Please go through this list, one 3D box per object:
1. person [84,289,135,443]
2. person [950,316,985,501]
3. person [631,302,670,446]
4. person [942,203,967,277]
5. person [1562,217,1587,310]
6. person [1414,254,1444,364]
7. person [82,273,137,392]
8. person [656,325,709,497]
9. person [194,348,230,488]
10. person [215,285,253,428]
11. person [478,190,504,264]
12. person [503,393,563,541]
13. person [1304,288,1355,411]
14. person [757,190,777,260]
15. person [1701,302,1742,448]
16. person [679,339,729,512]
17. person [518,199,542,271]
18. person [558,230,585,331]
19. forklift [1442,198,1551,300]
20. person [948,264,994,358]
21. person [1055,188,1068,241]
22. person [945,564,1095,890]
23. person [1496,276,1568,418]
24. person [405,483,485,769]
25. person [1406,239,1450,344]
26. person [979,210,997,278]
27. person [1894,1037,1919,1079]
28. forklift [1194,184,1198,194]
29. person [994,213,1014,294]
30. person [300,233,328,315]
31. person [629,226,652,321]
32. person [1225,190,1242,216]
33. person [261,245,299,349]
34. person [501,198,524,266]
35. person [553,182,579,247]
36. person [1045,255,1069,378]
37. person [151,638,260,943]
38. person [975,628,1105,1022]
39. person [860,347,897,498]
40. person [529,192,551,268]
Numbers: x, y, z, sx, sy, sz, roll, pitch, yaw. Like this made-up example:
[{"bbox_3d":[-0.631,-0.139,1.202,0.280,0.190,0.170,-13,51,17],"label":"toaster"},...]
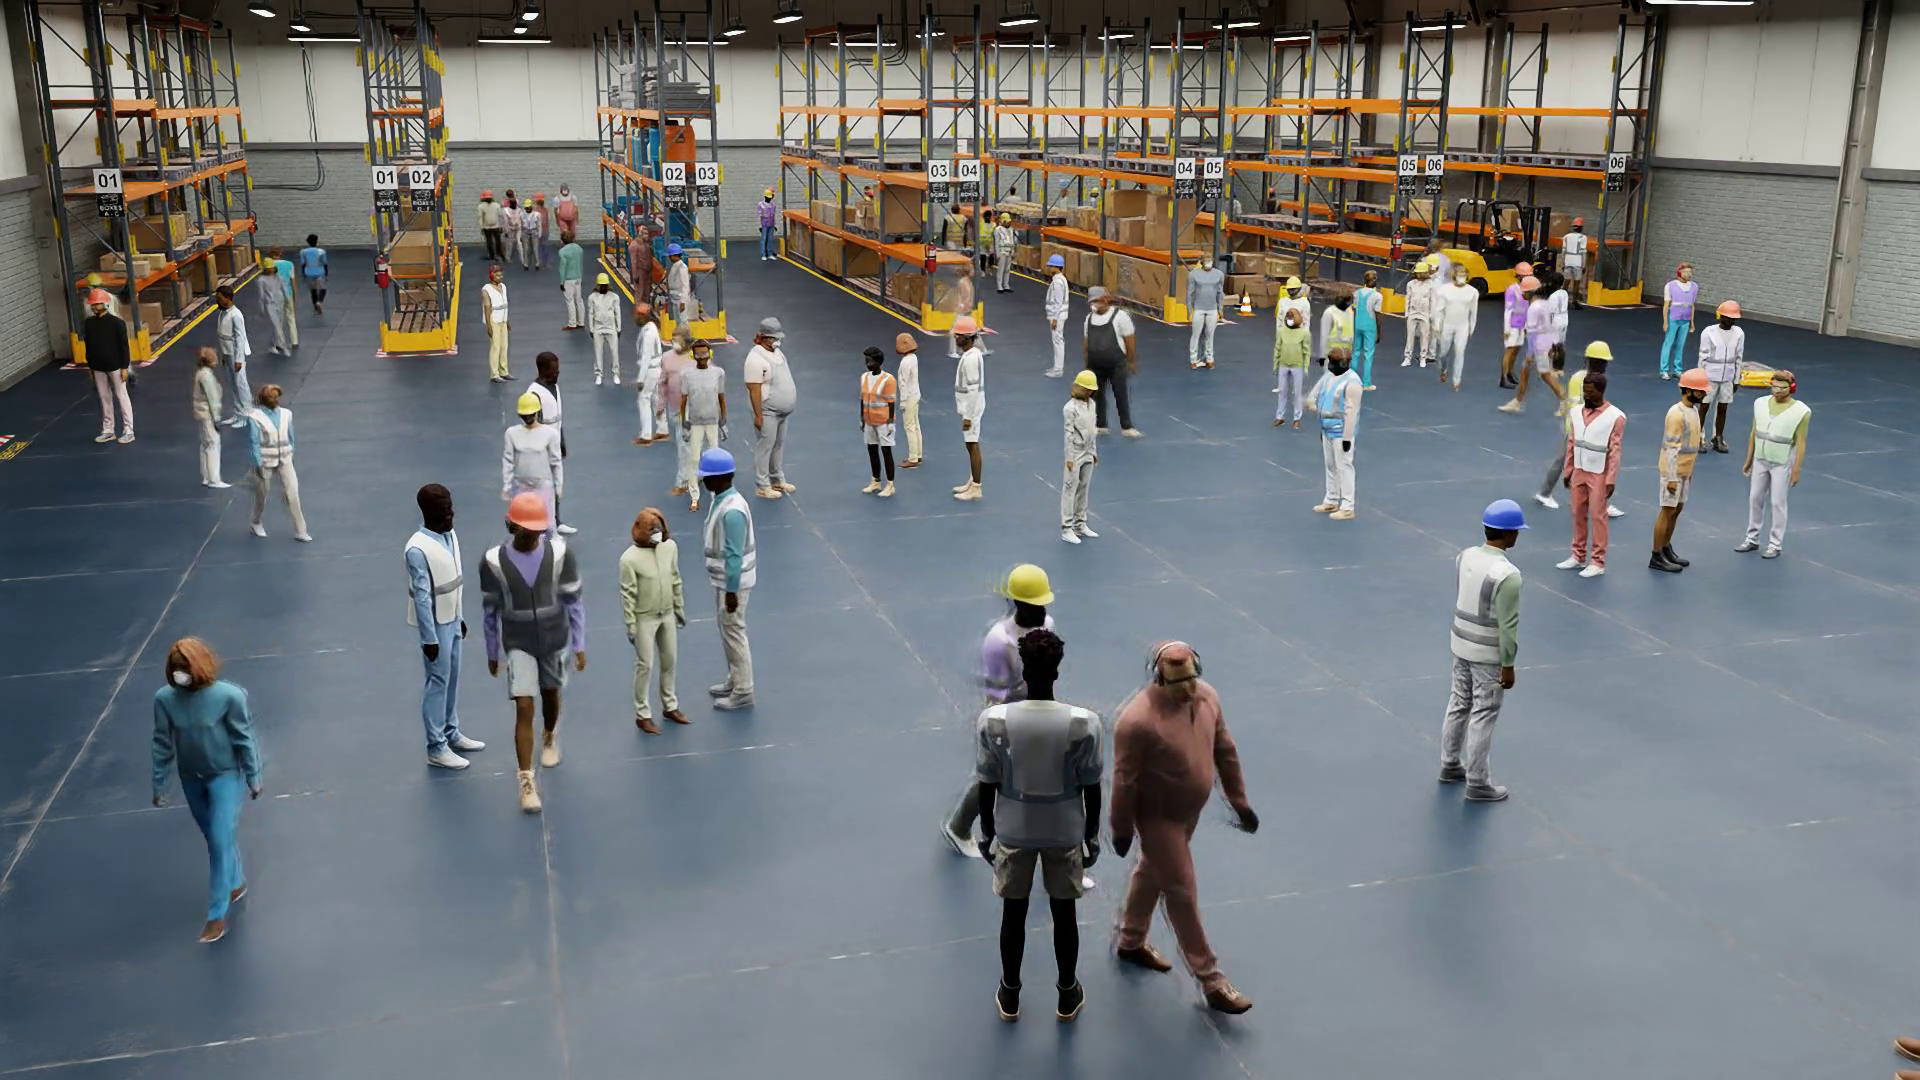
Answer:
[{"bbox_3d":[-10.998,-2.243,21.465,0.612,1.995,0.376,3,15,11],"label":"person"},{"bbox_3d":[0.083,-1.448,18.381,0.393,2.044,0.609,1,15,2],"label":"person"},{"bbox_3d":[-4.002,-2.130,21.310,0.462,1.852,0.619,0,15,-2],"label":"person"},{"bbox_3d":[-0.118,-7.504,41.615,0.631,1.815,0.801,-6,16,-22],"label":"person"},{"bbox_3d":[12.951,-5.819,35.034,0.373,1.934,0.551,-11,19,-36],"label":"person"},{"bbox_3d":[7.881,-3.867,27.889,0.403,1.833,0.591,1,15,4],"label":"person"},{"bbox_3d":[-12.878,-3.116,25.117,0.700,1.812,0.605,6,16,22],"label":"person"},{"bbox_3d":[-3.092,-1.492,18.867,0.637,1.918,0.925,9,17,30],"label":"person"},{"bbox_3d":[-8.587,-1.404,19.037,0.331,1.614,0.662,-9,18,-31],"label":"person"},{"bbox_3d":[-9.850,-2.496,22.564,0.391,1.920,0.593,-13,20,-41],"label":"person"},{"bbox_3d":[-12.577,-8.399,44.679,0.611,1.970,0.574,-6,16,-22],"label":"person"},{"bbox_3d":[-3.921,-0.489,15.328,0.538,1.754,0.362,2,15,6],"label":"person"},{"bbox_3d":[5.235,-2.650,23.375,0.895,1.804,0.640,14,20,42],"label":"person"},{"bbox_3d":[-5.297,-8.685,45.850,0.585,1.920,0.374,-13,20,-40],"label":"person"},{"bbox_3d":[9.670,-2.104,21.180,0.513,1.872,0.328,-2,15,-6],"label":"person"},{"bbox_3d":[-2.757,-1.244,17.946,0.516,1.872,0.327,-5,16,-19],"label":"person"},{"bbox_3d":[-11.095,-7.870,42.950,0.593,1.832,0.403,-2,15,-9],"label":"person"},{"bbox_3d":[-7.440,-4.962,31.834,0.377,1.929,0.633,8,17,26],"label":"person"},{"bbox_3d":[11.913,-6.508,37.130,2.313,2.155,1.214,-4,15,-15],"label":"forklift"},{"bbox_3d":[0.173,-3.894,28.441,0.830,1.602,0.535,5,16,17],"label":"person"},{"bbox_3d":[3.265,-10.179,52.026,0.581,1.615,0.515,-1,15,-3],"label":"person"},{"bbox_3d":[0.299,1.012,9.457,0.995,1.879,0.585,13,20,40],"label":"person"},{"bbox_3d":[8.167,-2.697,23.241,1.060,1.980,0.645,7,17,26],"label":"person"},{"bbox_3d":[-3.463,0.557,11.073,0.379,1.918,0.596,1,15,2],"label":"person"},{"bbox_3d":[8.563,-4.523,30.245,0.647,1.883,1.019,-4,15,-15],"label":"person"},{"bbox_3d":[0.668,-7.318,41.164,0.535,1.684,0.513,-2,15,-9],"label":"person"},{"bbox_3d":[4.454,1.564,7.354,0.354,1.883,0.572,9,17,30],"label":"person"},{"bbox_3d":[7.392,-11.333,53.972,1.873,2.768,1.129,-4,15,-15],"label":"forklift"},{"bbox_3d":[1.029,-6.530,37.906,0.404,1.831,0.600,12,19,37],"label":"person"},{"bbox_3d":[-13.192,-5.411,33.991,0.537,1.684,0.492,-1,15,-5],"label":"person"},{"bbox_3d":[-6.312,-5.288,33.129,0.401,1.894,0.654,5,16,18],"label":"person"},{"bbox_3d":[7.493,-8.693,45.832,0.402,1.944,0.605,-9,17,-30],"label":"person"},{"bbox_3d":[-12.065,-4.308,29.533,0.563,1.839,0.389,-9,17,-30],"label":"person"},{"bbox_3d":[-11.969,-8.258,44.493,0.625,1.805,0.918,-10,18,-34],"label":"person"},{"bbox_3d":[-11.294,-9.253,47.756,0.695,2.000,0.599,-6,16,-23],"label":"person"},{"bbox_3d":[1.546,-3.577,26.567,0.375,1.950,0.614,2,15,6],"label":"person"},{"bbox_3d":[-4.043,1.318,8.817,0.521,1.603,0.770,2,15,6],"label":"person"},{"bbox_3d":[0.379,1.368,7.930,0.608,1.966,0.365,1,15,4],"label":"person"},{"bbox_3d":[-0.918,-1.327,18.608,0.543,1.685,0.319,13,20,40],"label":"person"},{"bbox_3d":[-11.116,-8.149,43.754,0.732,1.969,0.628,12,19,39],"label":"person"}]
